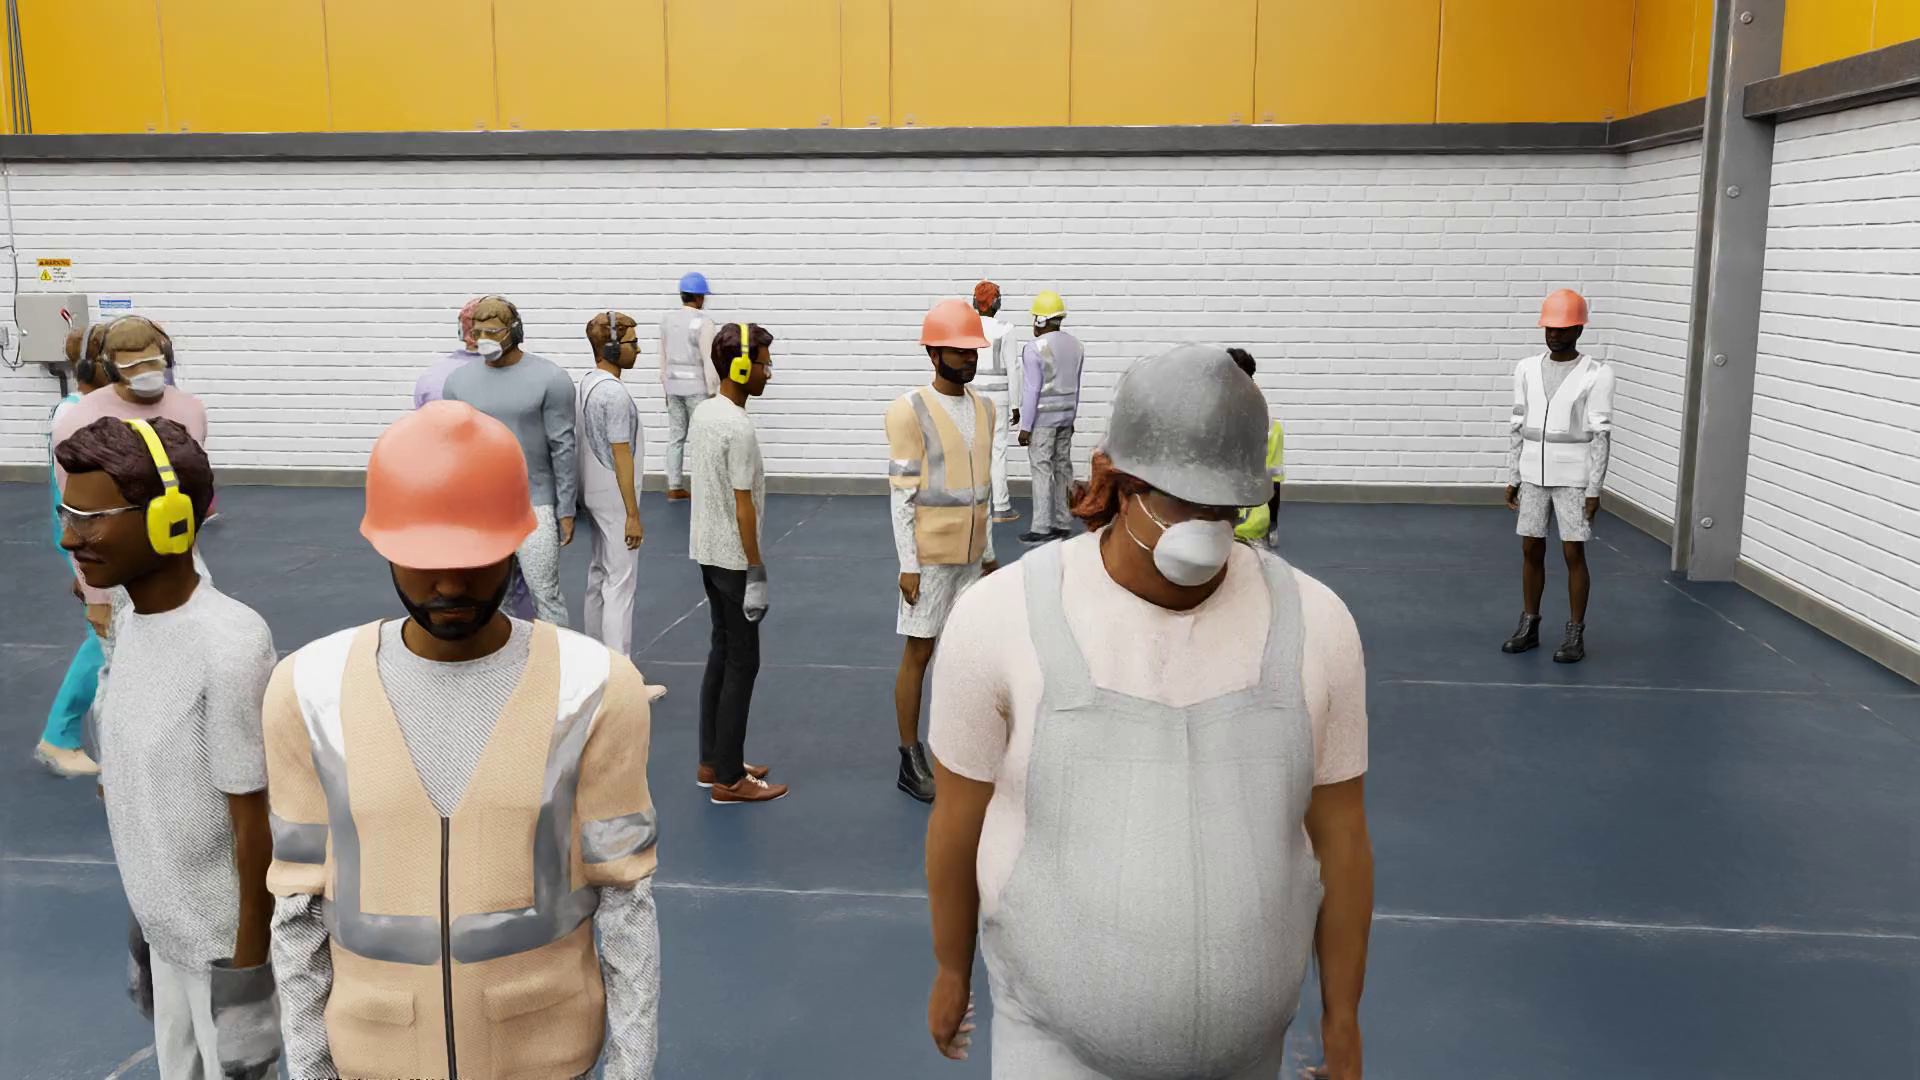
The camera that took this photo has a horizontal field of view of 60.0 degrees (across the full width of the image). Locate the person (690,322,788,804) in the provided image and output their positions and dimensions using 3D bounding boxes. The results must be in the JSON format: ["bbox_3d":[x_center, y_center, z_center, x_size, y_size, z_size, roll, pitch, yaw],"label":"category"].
[{"bbox_3d":[-0.869,0.095,6.409,0.330,1.856,0.532,-5,11,-26],"label":"person"}]

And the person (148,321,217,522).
[{"bbox_3d":[-6.190,-0.892,12.813,0.865,1.588,0.518,-1,10,-5],"label":"person"}]

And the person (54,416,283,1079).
[{"bbox_3d":[-1.306,0.713,2.857,0.511,1.862,0.325,9,14,43],"label":"person"}]

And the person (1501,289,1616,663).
[{"bbox_3d":[3.076,-0.326,8.608,0.390,1.930,0.545,-9,13,-41],"label":"person"}]

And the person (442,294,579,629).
[{"bbox_3d":[-2.042,-0.146,7.578,0.636,1.930,0.372,1,10,8],"label":"person"}]

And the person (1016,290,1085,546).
[{"bbox_3d":[0.631,-0.876,12.014,0.404,1.837,0.590,9,13,41],"label":"person"}]

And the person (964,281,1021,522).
[{"bbox_3d":[0.215,-1.076,13.021,0.572,1.884,0.356,5,11,26],"label":"person"}]

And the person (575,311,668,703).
[{"bbox_3d":[-1.620,-0.148,7.820,0.332,1.844,0.516,-6,11,-30],"label":"person"}]

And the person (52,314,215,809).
[{"bbox_3d":[-3.011,0.124,6.103,0.667,1.894,0.645,5,11,28],"label":"person"}]

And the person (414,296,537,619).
[{"bbox_3d":[-2.224,-0.196,7.916,0.640,1.910,0.401,0,10,0],"label":"person"}]

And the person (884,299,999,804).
[{"bbox_3d":[-0.038,0.038,6.484,0.371,1.939,0.543,10,14,43],"label":"person"}]

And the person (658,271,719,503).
[{"bbox_3d":[-2.247,-1.264,13.919,0.618,1.944,0.412,7,12,35],"label":"person"}]

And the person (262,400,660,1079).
[{"bbox_3d":[-0.712,0.754,2.431,0.550,1.925,0.390,-1,10,-8],"label":"person"}]
